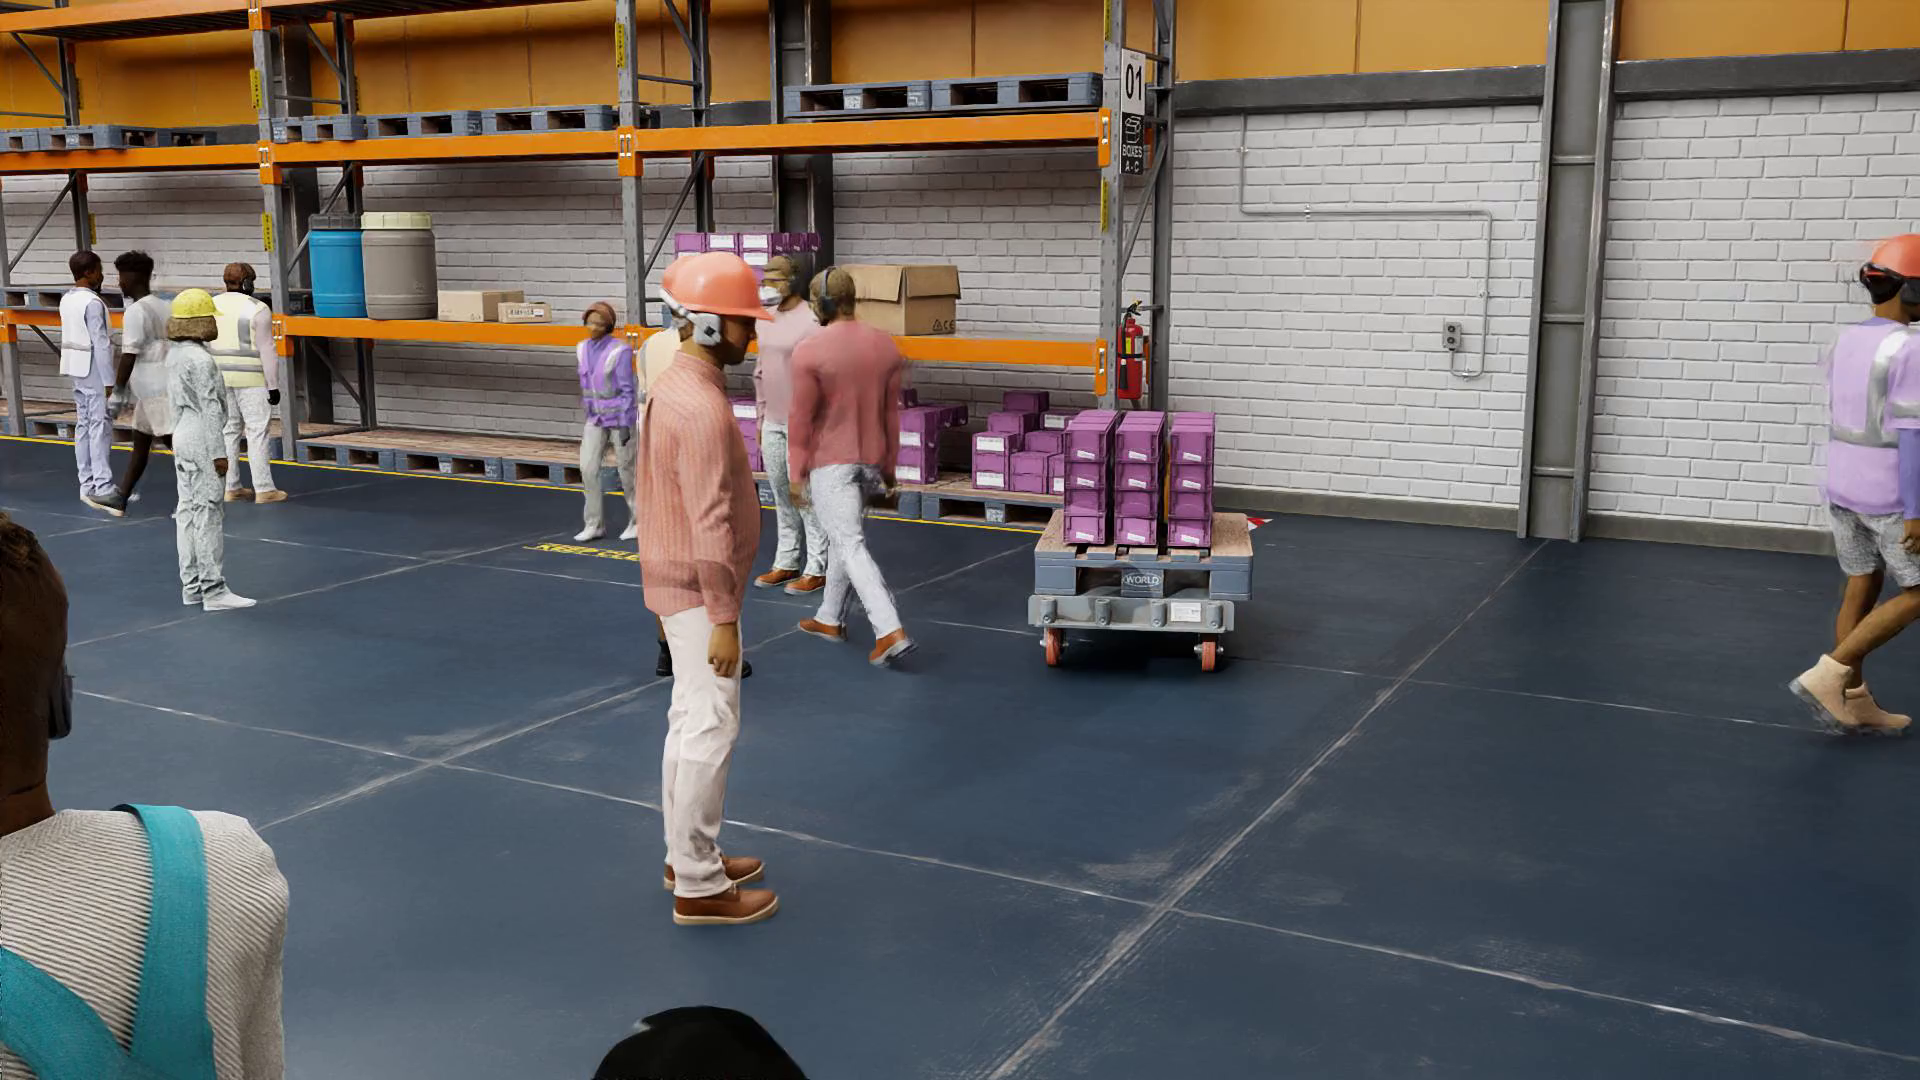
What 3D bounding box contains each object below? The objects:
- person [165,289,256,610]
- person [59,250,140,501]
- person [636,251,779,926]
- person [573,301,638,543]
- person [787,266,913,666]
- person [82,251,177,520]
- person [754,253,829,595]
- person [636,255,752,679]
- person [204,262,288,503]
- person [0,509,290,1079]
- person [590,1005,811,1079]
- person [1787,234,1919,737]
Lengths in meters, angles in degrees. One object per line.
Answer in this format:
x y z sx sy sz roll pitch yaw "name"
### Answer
-4.123 -0.491 9.081 0.483 1.745 0.300 10 14 43 "person"
-6.635 -1.242 12.713 0.593 1.920 0.391 9 13 39 "person"
-0.738 0.152 4.908 0.403 1.982 0.627 -3 11 -18 "person"
-2.309 -0.765 10.950 0.531 1.602 0.668 6 12 30 "person"
-0.526 -0.360 7.987 0.629 1.895 1.001 -9 14 -40 "person"
-5.824 -1.083 11.832 0.986 1.909 0.629 -1 10 -7 "person"
-0.947 -0.654 9.476 0.366 1.931 0.634 -9 14 -42 "person"
-1.222 -0.315 7.582 0.546 1.939 0.375 9 14 42 "person"
-5.457 -1.195 12.702 0.630 1.836 0.430 3 11 18 "person"
-0.764 0.861 1.397 0.346 1.844 0.505 4 11 19 "person"
-0.031 0.913 0.902 0.590 1.920 0.399 10 14 43 "person"
3.636 -0.187 6.613 0.473 2.032 0.641 0 10 -2 "person"
